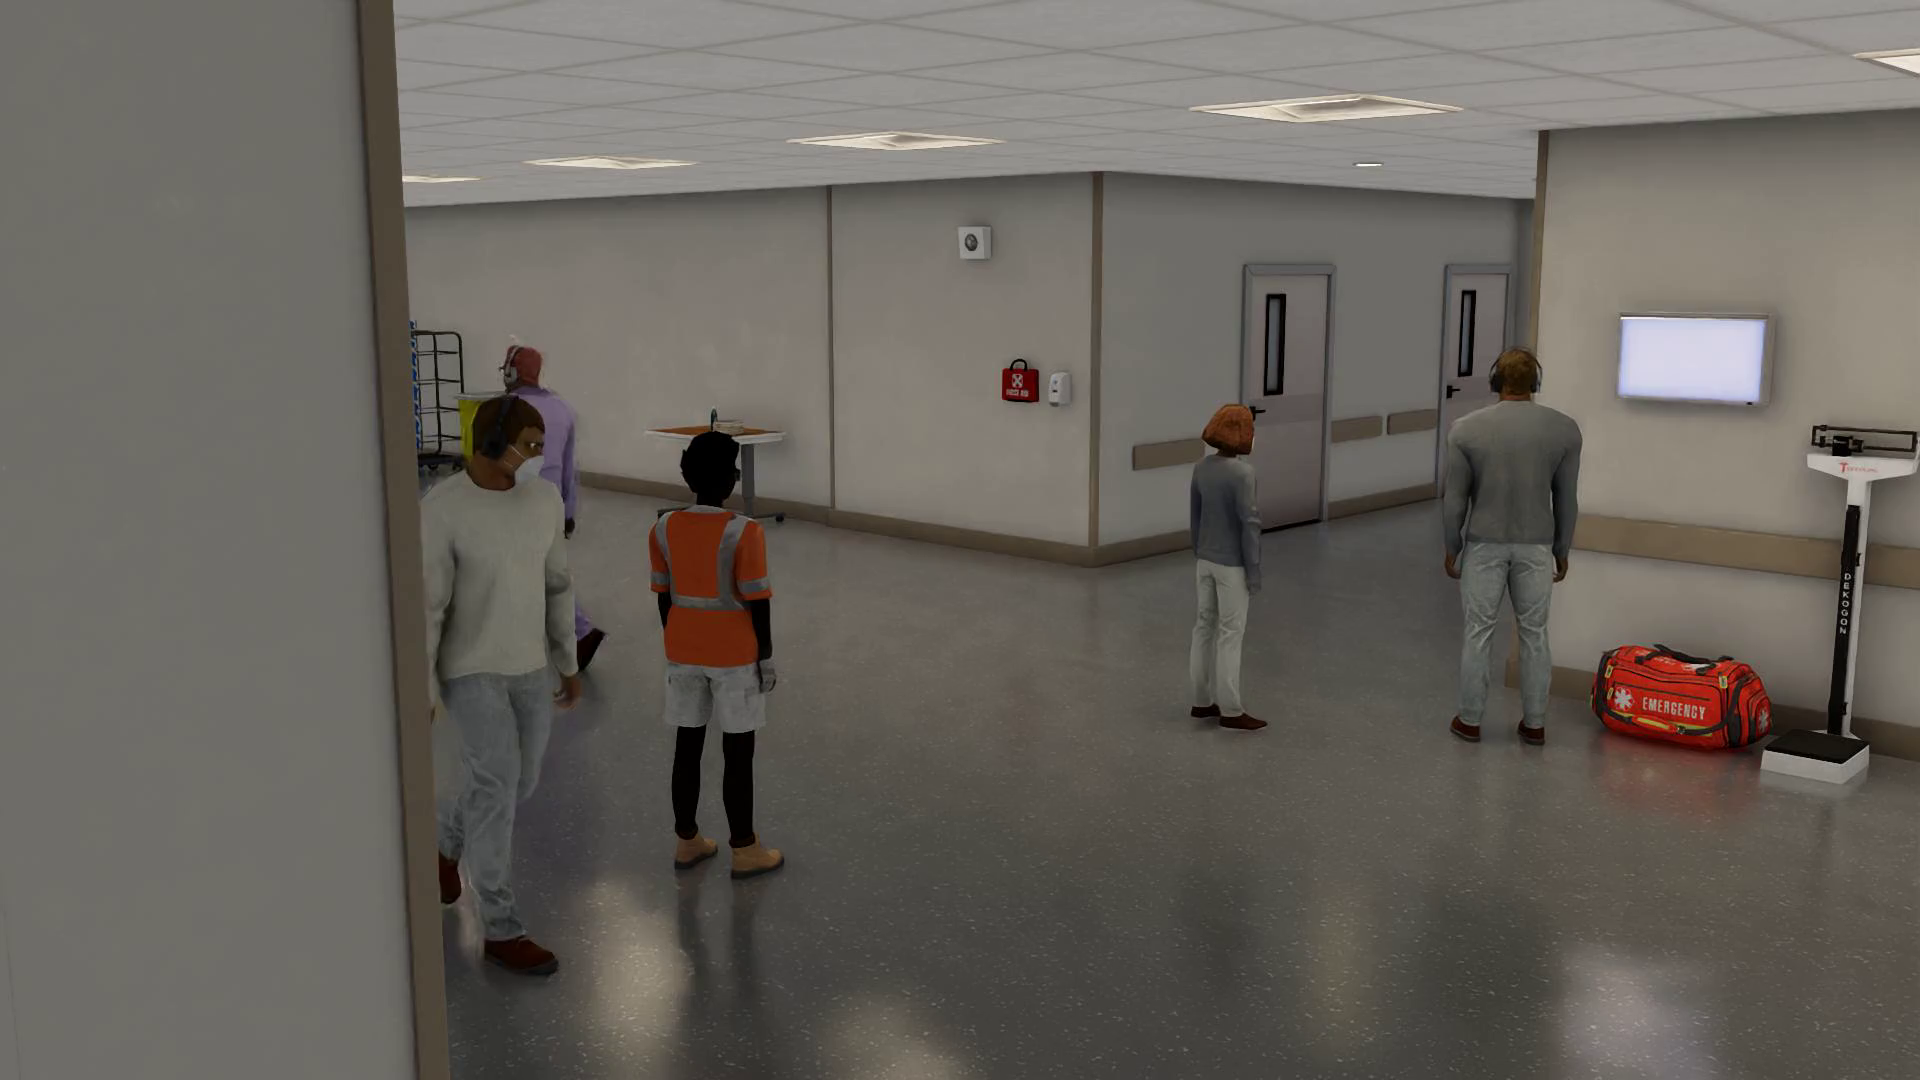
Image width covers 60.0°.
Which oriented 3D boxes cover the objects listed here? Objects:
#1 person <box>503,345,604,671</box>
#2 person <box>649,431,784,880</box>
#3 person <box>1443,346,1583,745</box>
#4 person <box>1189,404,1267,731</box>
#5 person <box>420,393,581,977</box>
[{"bbox_3d":[-2.442,-0.187,9.600,0.910,1.868,0.632,4,10,22],"label":"person"},{"bbox_3d":[-0.921,0.436,6.290,0.533,1.697,0.318,5,10,27],"label":"person"},{"bbox_3d":[2.658,0.033,8.067,0.625,1.931,0.378,2,9,10],"label":"person"},{"bbox_3d":[1.336,0.133,8.341,0.282,1.633,0.498,-5,10,-26],"label":"person"},{"bbox_3d":[-1.639,0.445,5.632,0.824,1.905,0.638,5,11,30],"label":"person"}]
